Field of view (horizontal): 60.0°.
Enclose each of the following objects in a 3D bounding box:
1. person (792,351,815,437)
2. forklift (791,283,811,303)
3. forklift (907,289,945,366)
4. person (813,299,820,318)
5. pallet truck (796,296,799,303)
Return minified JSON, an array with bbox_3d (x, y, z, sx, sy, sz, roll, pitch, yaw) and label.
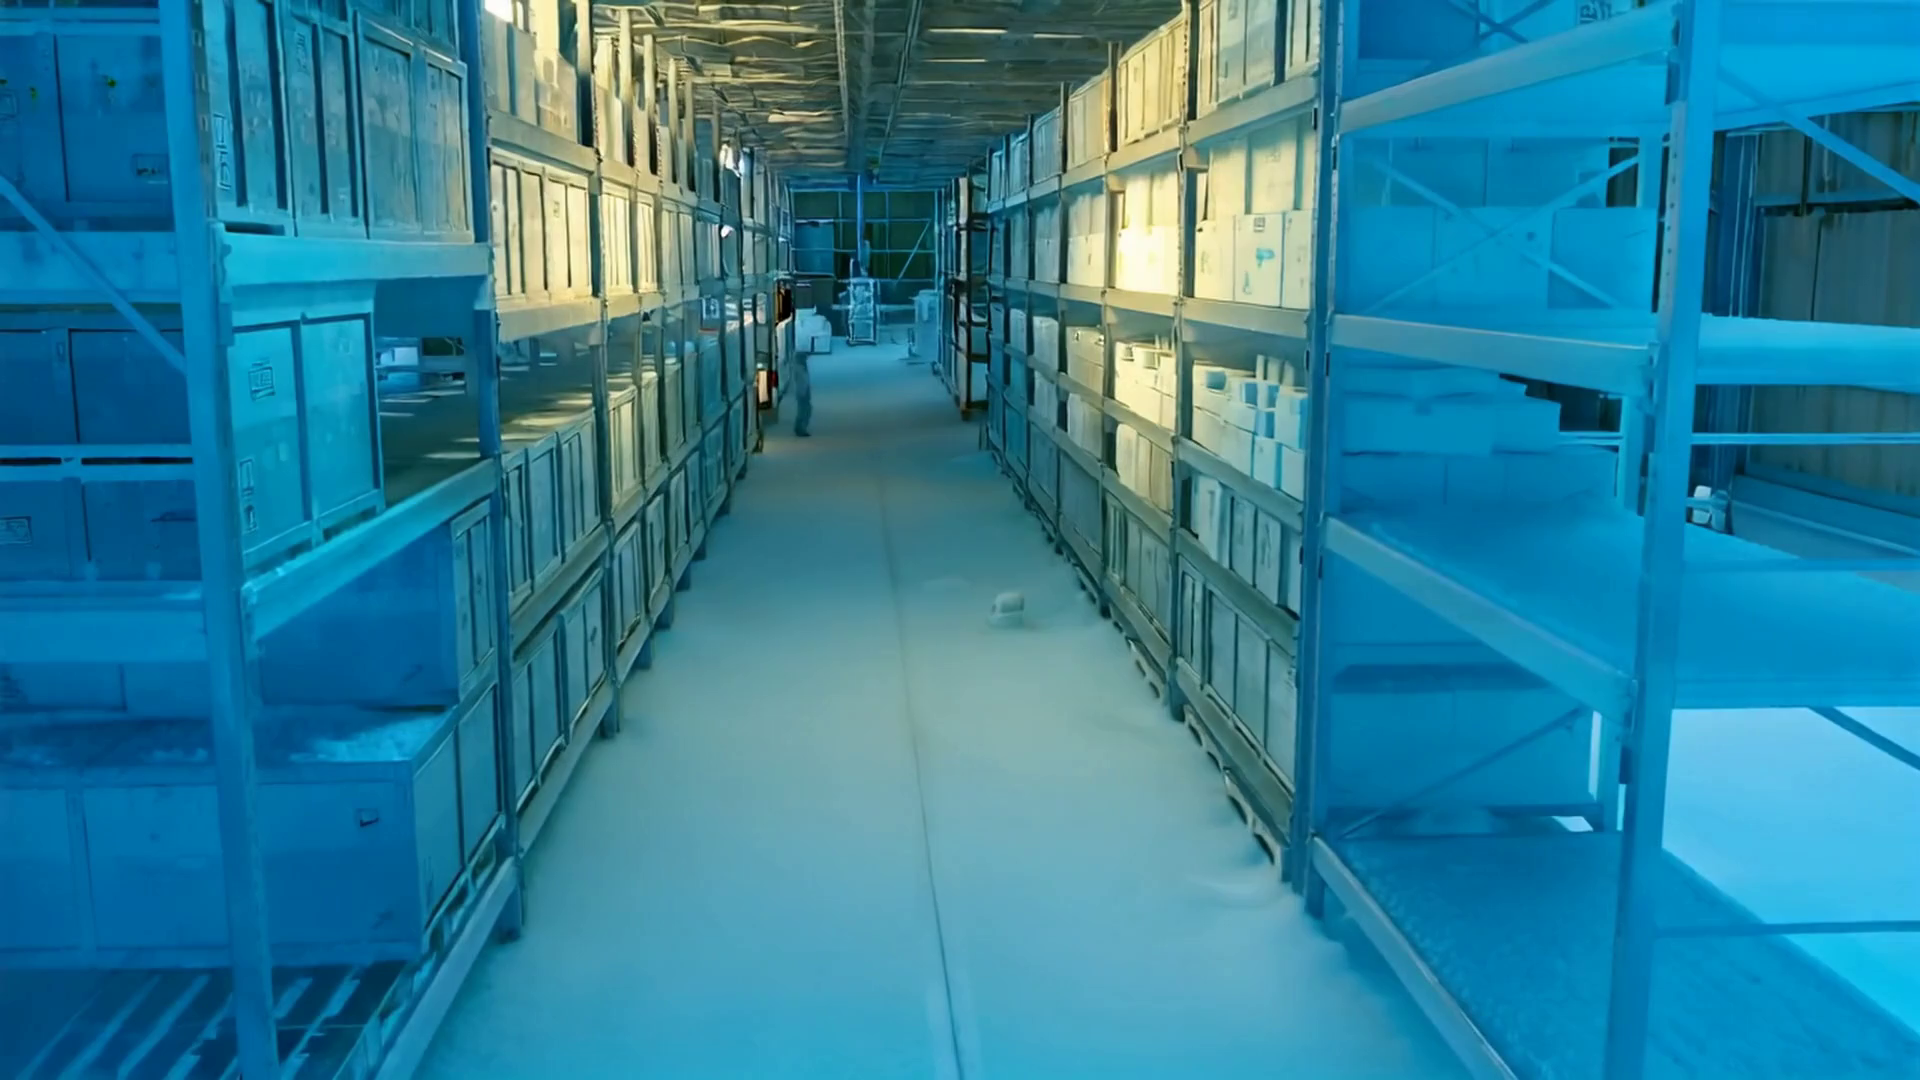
[{"bbox_3d":[-3.437,-3.203,36.530,0.427,1.894,0.681,2,10,14],"label":"person"},{"bbox_3d":[-7.500,-10.746,78.661,1.129,2.768,1.873,-2,10,-10],"label":"forklift"},{"bbox_3d":[-1.015,-7.840,61.298,1.129,2.768,1.873,5,11,28],"label":"forklift"},{"bbox_3d":[-7.792,-11.901,88.590,0.765,1.856,0.620,-6,11,-33],"label":"person"},{"bbox_3d":[-8.622,-12.439,91.403,1.885,1.965,0.823,2,10,13],"label":"pallet truck"}]
